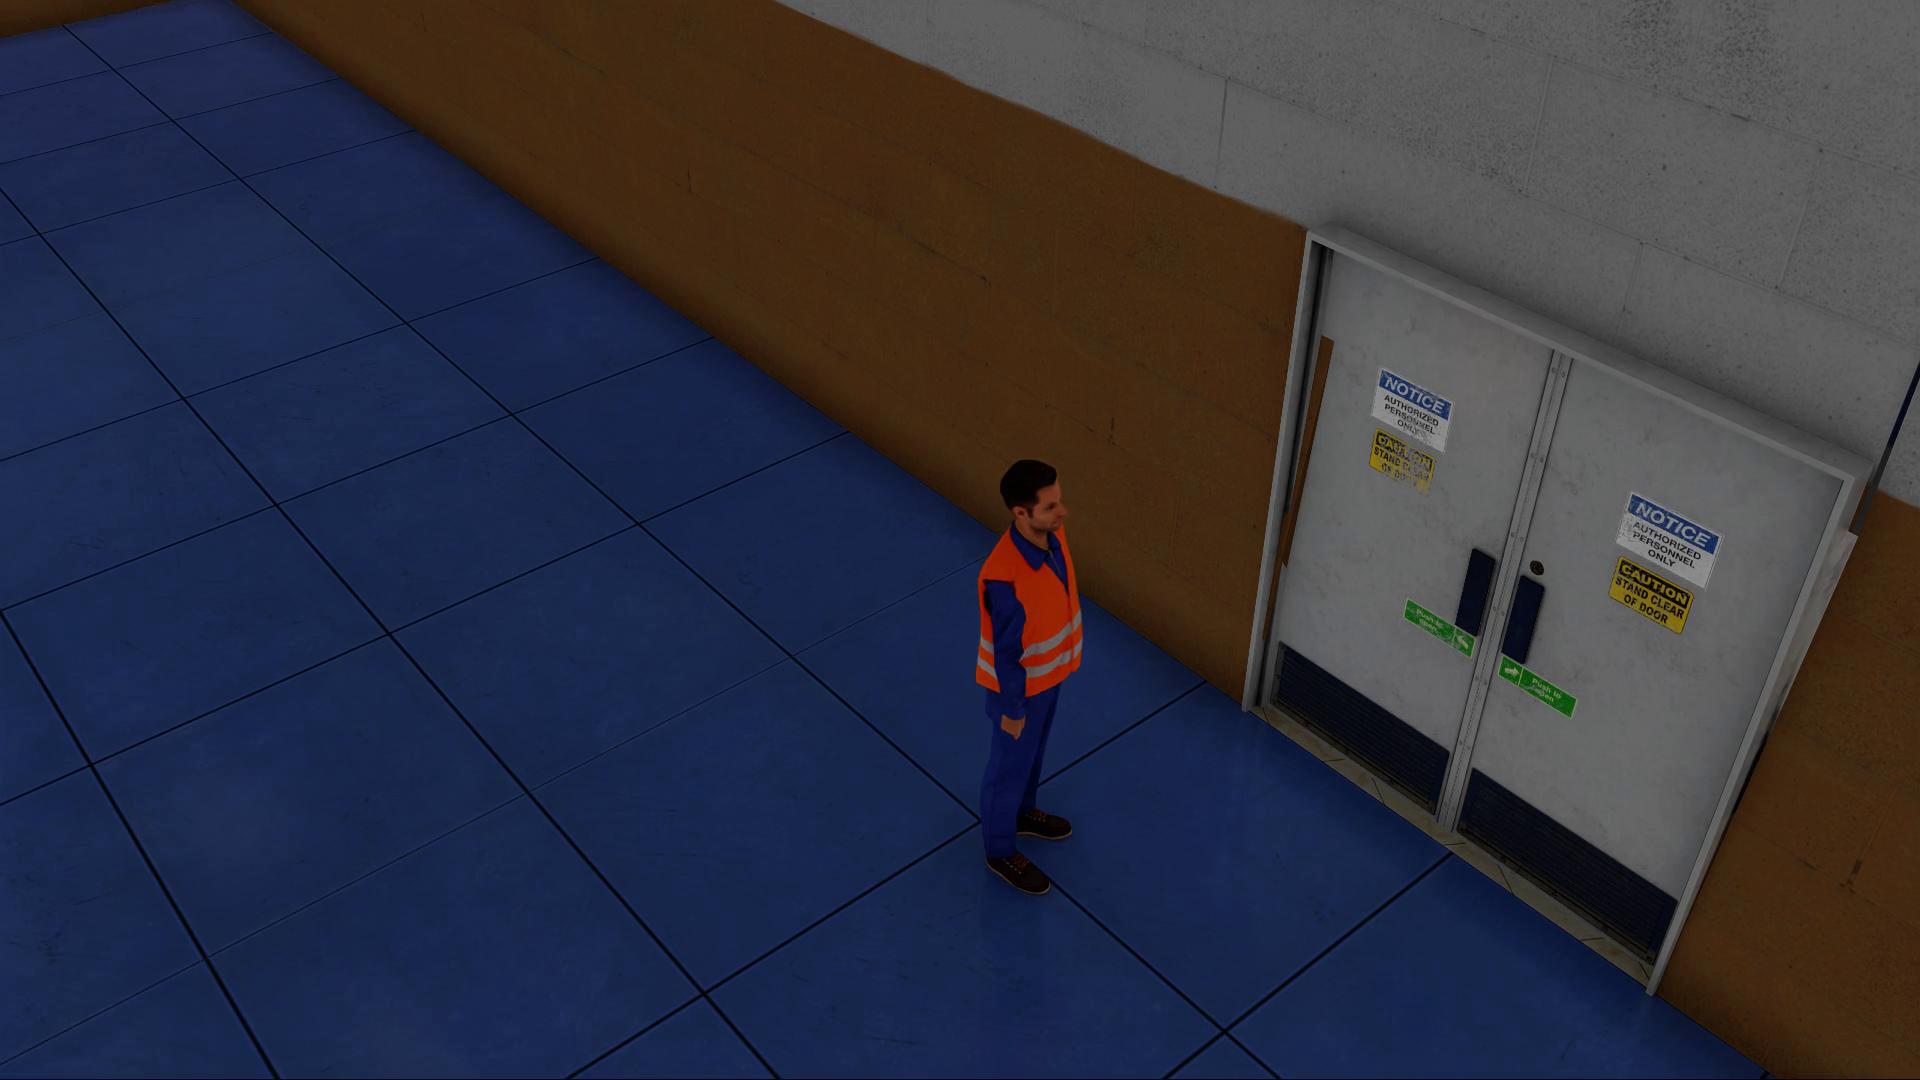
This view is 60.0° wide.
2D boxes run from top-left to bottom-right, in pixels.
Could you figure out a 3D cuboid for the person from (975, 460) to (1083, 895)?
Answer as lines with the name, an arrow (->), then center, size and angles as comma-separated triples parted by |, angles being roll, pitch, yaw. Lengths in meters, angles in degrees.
person -> 0.241, 0.486, 6.072 | 0.837, 1.864, 0.719 | 13, 39, 17
